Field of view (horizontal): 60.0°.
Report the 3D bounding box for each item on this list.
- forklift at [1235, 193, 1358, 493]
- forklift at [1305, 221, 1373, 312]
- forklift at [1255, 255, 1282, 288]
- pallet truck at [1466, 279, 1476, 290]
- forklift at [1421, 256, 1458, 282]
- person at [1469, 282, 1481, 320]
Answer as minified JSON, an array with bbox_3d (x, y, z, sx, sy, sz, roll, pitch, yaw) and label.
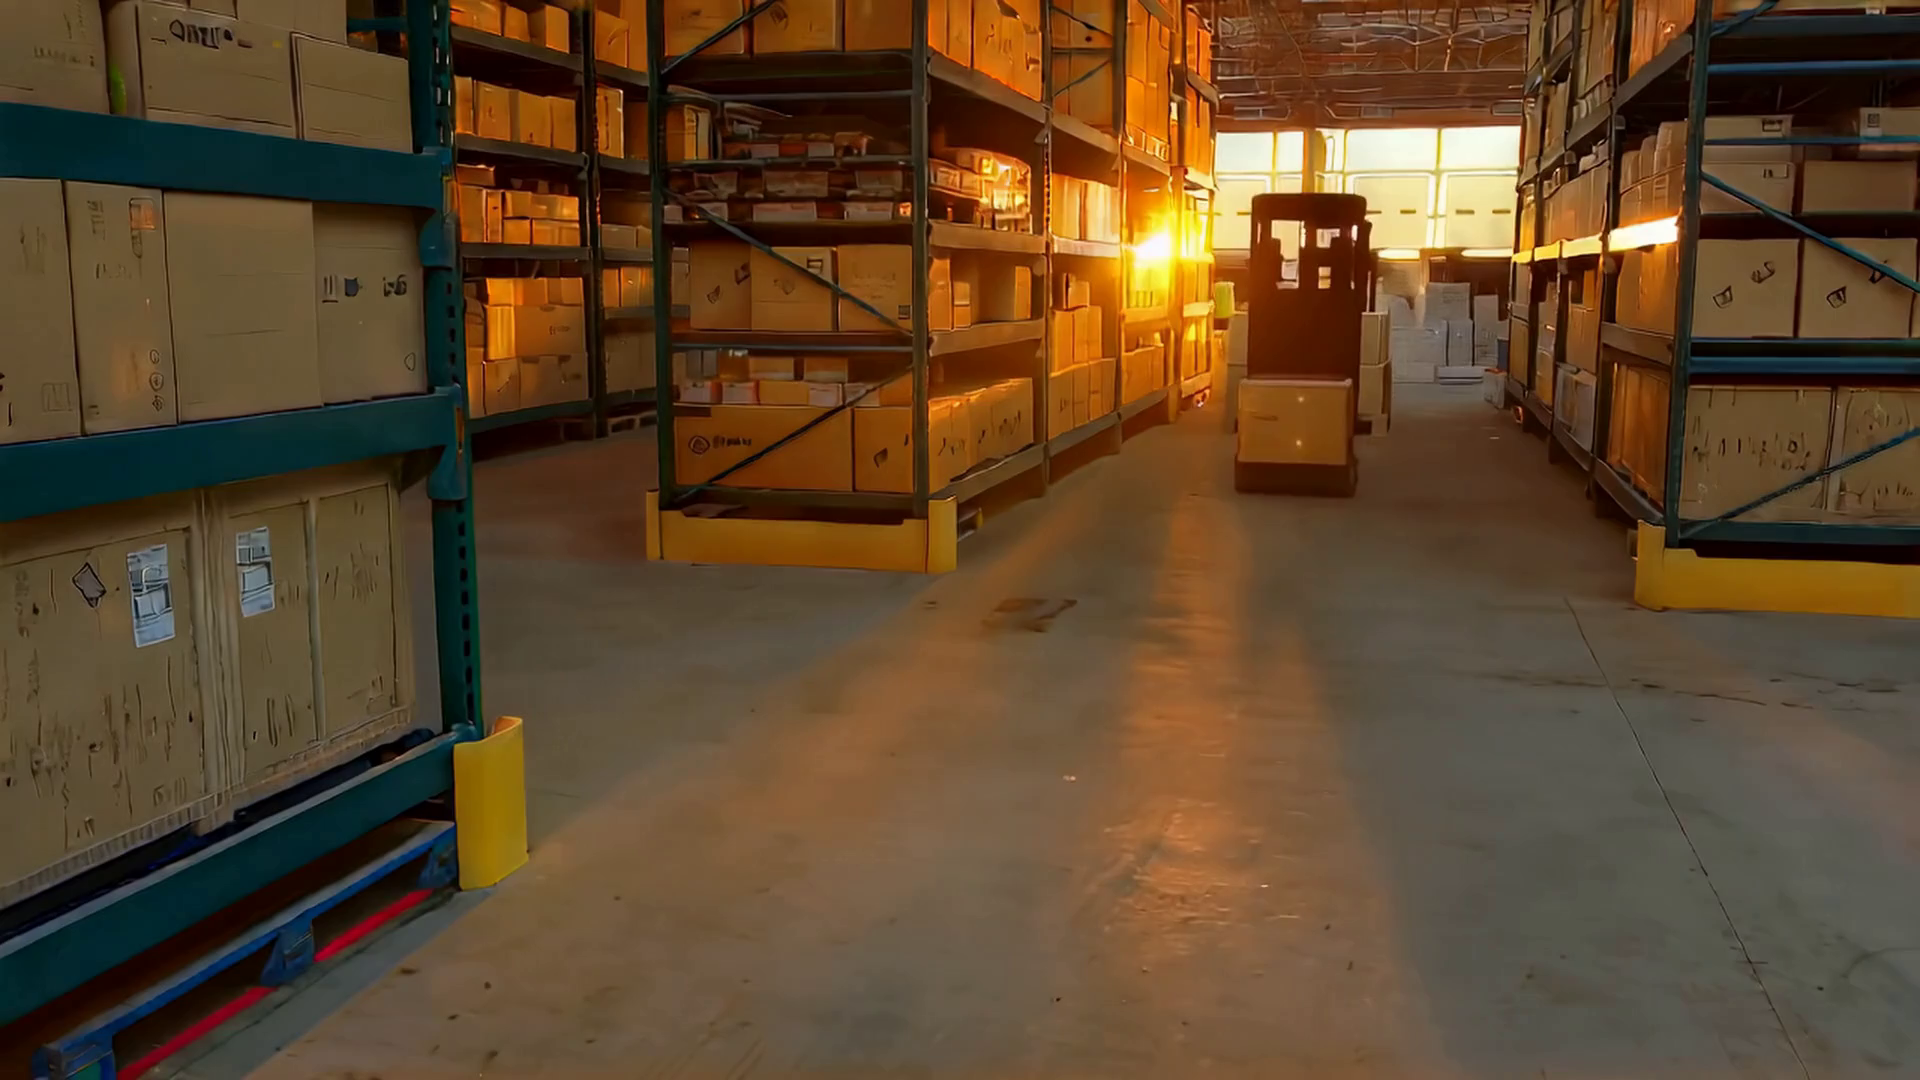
[{"bbox_3d":[3.295,-1.931,16.040,1.129,2.768,1.873,2,9,15],"label":"forklift"},{"bbox_3d":[5.378,-3.153,23.801,1.129,2.768,1.873,2,9,14],"label":"forklift"},{"bbox_3d":[10.632,-8.462,57.531,1.129,2.768,1.873,-4,10,-24],"label":"forklift"},{"bbox_3d":[18.896,-8.459,60.307,1.885,1.965,0.823,5,10,31],"label":"pallet truck"},{"bbox_3d":[12.201,-6.084,42.428,1.129,2.768,1.873,2,9,15],"label":"forklift"},{"bbox_3d":[16.569,-7.395,53.858,0.663,1.894,0.966,5,10,29],"label":"person"}]
